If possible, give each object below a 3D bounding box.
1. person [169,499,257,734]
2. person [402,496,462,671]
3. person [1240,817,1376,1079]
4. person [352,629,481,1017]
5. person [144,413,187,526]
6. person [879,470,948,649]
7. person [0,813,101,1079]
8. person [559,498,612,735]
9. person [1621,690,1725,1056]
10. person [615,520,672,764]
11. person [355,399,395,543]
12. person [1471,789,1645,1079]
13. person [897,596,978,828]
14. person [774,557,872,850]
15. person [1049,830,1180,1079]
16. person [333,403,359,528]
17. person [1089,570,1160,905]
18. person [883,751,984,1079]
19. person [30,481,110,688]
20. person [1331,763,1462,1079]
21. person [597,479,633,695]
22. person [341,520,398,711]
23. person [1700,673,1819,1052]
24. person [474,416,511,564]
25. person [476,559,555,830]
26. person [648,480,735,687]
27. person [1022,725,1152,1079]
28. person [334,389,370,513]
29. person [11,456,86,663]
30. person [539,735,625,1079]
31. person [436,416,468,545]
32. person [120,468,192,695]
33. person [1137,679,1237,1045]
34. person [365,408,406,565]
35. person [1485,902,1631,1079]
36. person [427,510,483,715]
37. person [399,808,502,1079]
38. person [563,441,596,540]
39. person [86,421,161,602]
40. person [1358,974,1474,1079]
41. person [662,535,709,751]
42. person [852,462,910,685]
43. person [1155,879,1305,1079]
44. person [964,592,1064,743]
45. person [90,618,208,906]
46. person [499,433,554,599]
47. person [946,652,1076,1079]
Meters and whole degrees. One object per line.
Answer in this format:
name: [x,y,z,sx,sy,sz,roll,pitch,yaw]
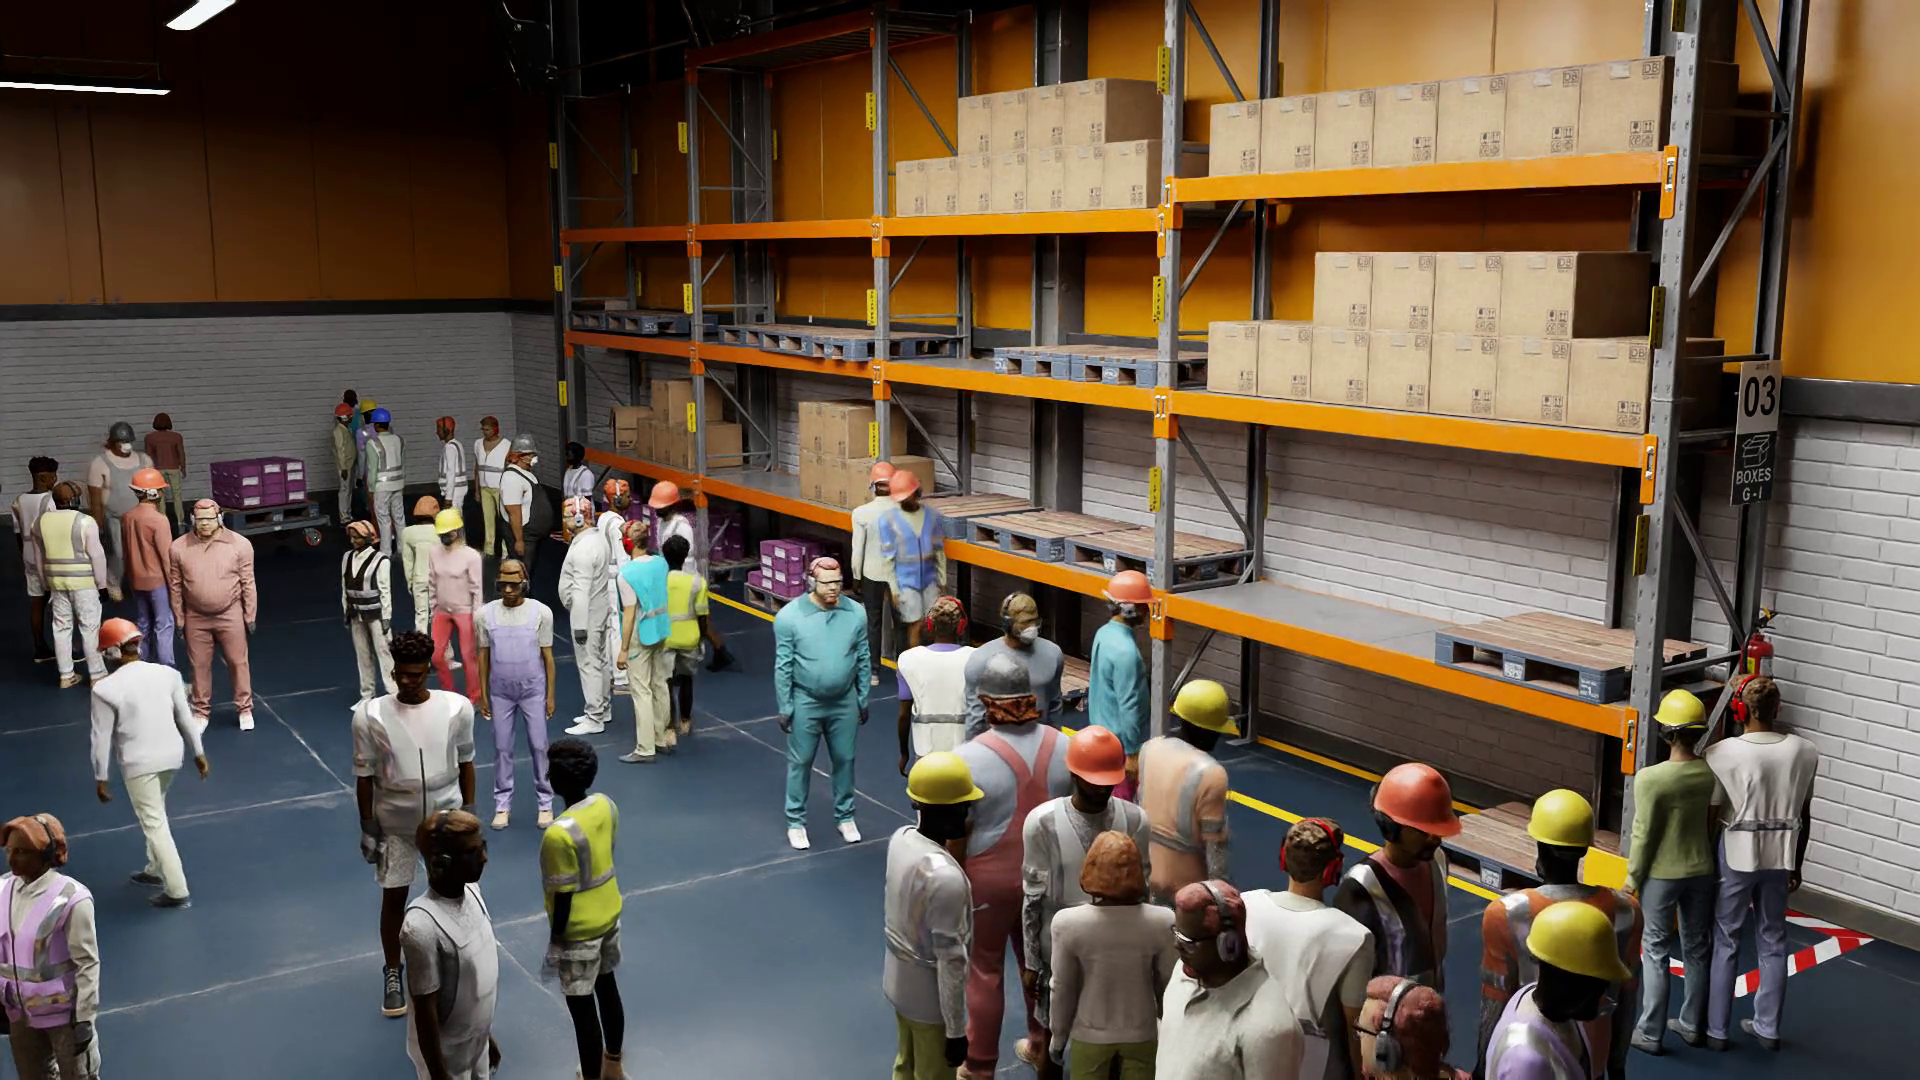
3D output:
person: [-5.949,0.611,13.270,0.642,1.899,0.394,-2,10,-14]
person: [-4.846,0.402,15.256,0.497,1.633,0.289,1,10,4]
person: [1.198,1.891,5.925,0.565,1.836,0.379,9,13,42]
person: [-2.731,1.403,8.406,0.608,1.963,0.369,-5,11,-28]
person: [-11.108,-0.964,23.273,0.504,1.631,0.281,-4,10,-21]
person: [-0.412,0.357,14.486,0.648,1.990,0.500,-5,11,-27]
person: [-3.616,1.875,6.597,0.512,1.639,0.307,3,10,19]
person: [-3.004,0.601,13.314,0.400,1.901,0.646,0,10,-1]
person: [3.398,1.582,7.939,0.523,1.769,0.309,-3,10,-18]
person: [-2.367,0.767,12.499,0.374,1.840,0.569,4,10,22]
person: [-7.790,-0.911,22.129,0.380,1.917,0.586,6,11,30]
person: [2.123,1.835,5.977,0.585,1.928,0.370,-1,10,-5]
person: [-0.079,1.241,9.700,0.570,1.844,0.377,0,10,3]
person: [-0.868,1.043,10.729,0.650,1.899,0.401,-4,10,-20]
person: [0.590,1.911,6.396,0.511,1.633,0.266,-1,10,-4]
person: [-8.635,-1.054,23.428,0.319,1.754,0.572,-2,10,-10]
person: [0.956,1.158,9.760,0.402,1.990,0.622,-2,10,-9]
person: [-0.101,1.754,6.453,0.386,1.928,0.589,-4,10,-22]
person: [-7.799,0.398,14.665,0.621,1.845,0.429,1,10,5]
person: [1.593,1.779,6.022,0.612,2.030,0.403,-9,13,-43]
person: [-2.969,0.405,14.502,0.351,1.882,0.582,-5,11,-27]
person: [-4.932,0.641,13.856,0.514,1.631,0.312,5,11,26]
person: [3.768,1.550,7.925,0.560,1.836,0.393,-1,10,-4]
person: [-5.779,-0.628,20.698,0.563,1.837,0.391,3,10,19]
person: [-2.936,1.021,11.040,0.502,1.837,0.349,-1,10,-4]
person: [-2.383,0.363,14.809,0.891,1.880,0.585,-6,11,-30]
person: [0.528,1.690,6.838,0.544,1.929,0.387,-2,10,-9]
person: [-9.006,-1.315,24.710,0.509,1.844,0.329,-5,11,-27]
person: [-8.518,0.191,15.540,0.602,1.958,0.380,4,10,20]
person: [-1.690,1.703,7.429,0.318,1.696,0.537,2,10,12]
person: [-6.171,-0.568,20.235,0.359,1.877,0.589,-2,10,-10]
person: [-6.966,0.369,14.387,0.608,1.995,0.377,5,11,28]
person: [0.969,1.558,7.697,0.563,1.897,0.639,-6,11,-32]
person: [-7.090,-0.658,20.550,0.389,1.948,0.609,4,11,25]
person: [1.765,2.004,5.033,0.398,1.915,0.588,5,11,28]
person: [-4.157,0.622,13.613,0.559,1.747,0.465,3,10,17]
person: [-1.813,1.866,6.035,0.345,1.847,0.508,0,10,3]
person: [-4.396,-0.296,19.190,0.319,1.690,0.530,-9,13,-42]
person: [-9.069,-0.301,18.182,0.539,2.000,0.688,7,12,36]
person: [1.145,2.107,4.527,0.531,1.895,0.659,6,12,34]
person: [-2.211,0.791,12.907,0.539,1.662,0.840,-2,10,-13]
person: [-0.670,0.299,14.797,0.609,1.995,0.376,-3,10,-17]
person: [0.795,1.981,5.234,0.400,1.895,0.654,-3,10,-19]
person: [0.323,1.240,9.439,0.638,1.937,0.357,-5,11,-28]
person: [-4.793,1.307,9.819,0.667,1.688,0.605,5,11,26]
person: [-4.394,-0.084,16.909,0.535,2.000,0.681,-1,10,-5]
person: [0.191,1.497,7.629,0.685,2.000,0.535,-6,11,-30]
